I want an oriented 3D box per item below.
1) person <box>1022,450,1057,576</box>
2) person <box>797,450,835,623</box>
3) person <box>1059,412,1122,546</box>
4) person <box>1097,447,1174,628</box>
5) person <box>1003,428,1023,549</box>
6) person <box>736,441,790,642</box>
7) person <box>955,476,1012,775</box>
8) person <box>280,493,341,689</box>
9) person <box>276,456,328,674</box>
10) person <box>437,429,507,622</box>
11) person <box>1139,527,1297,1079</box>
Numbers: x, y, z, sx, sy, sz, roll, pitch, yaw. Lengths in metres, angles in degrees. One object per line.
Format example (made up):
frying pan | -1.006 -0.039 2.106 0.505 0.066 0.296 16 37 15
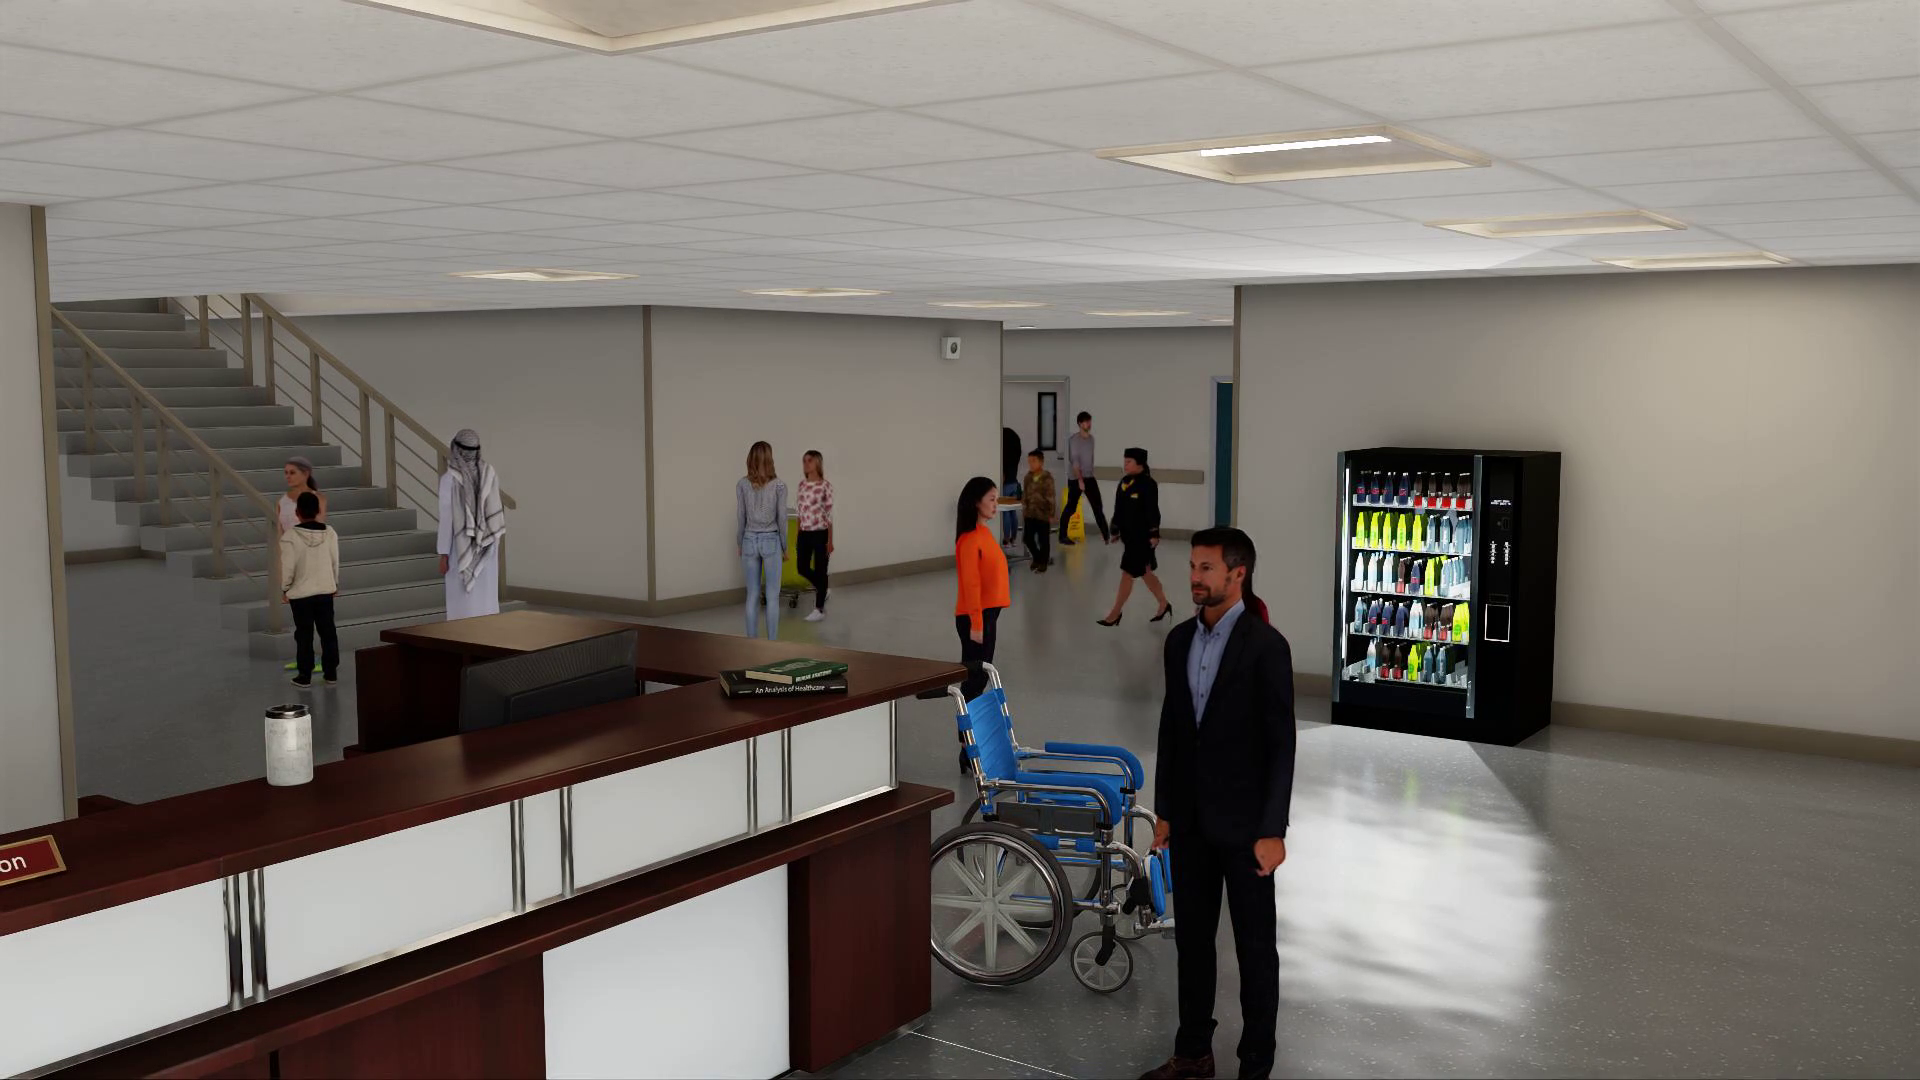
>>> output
person | 0.949 -0.326 19.476 0.585 1.445 0.697 3 6 24
person | -1.314 -0.042 15.791 0.745 1.618 0.687 3 7 29
person | 1.548 -0.778 22.222 1.227 1.794 0.812 6 8 44
person | 1.703 0.006 15.271 1.096 1.626 1.152 -3 6 -26
person | 0.639 -0.709 22.426 0.573 1.616 0.584 4 7 34
person | -1.627 0.081 13.682 0.559 1.795 0.710 1 6 14
person | 0.099 0.493 9.809 0.693 1.749 0.699 1 6 10
person | -4.875 0.369 12.516 0.629 1.455 0.598 -5 8 -40
person | -5.146 0.185 13.112 0.573 1.702 0.718 2 6 17
person | -3.767 0.101 12.823 0.664 1.926 0.707 5 8 41
person | 0.843 0.883 5.343 0.561 1.867 0.739 5 8 43
